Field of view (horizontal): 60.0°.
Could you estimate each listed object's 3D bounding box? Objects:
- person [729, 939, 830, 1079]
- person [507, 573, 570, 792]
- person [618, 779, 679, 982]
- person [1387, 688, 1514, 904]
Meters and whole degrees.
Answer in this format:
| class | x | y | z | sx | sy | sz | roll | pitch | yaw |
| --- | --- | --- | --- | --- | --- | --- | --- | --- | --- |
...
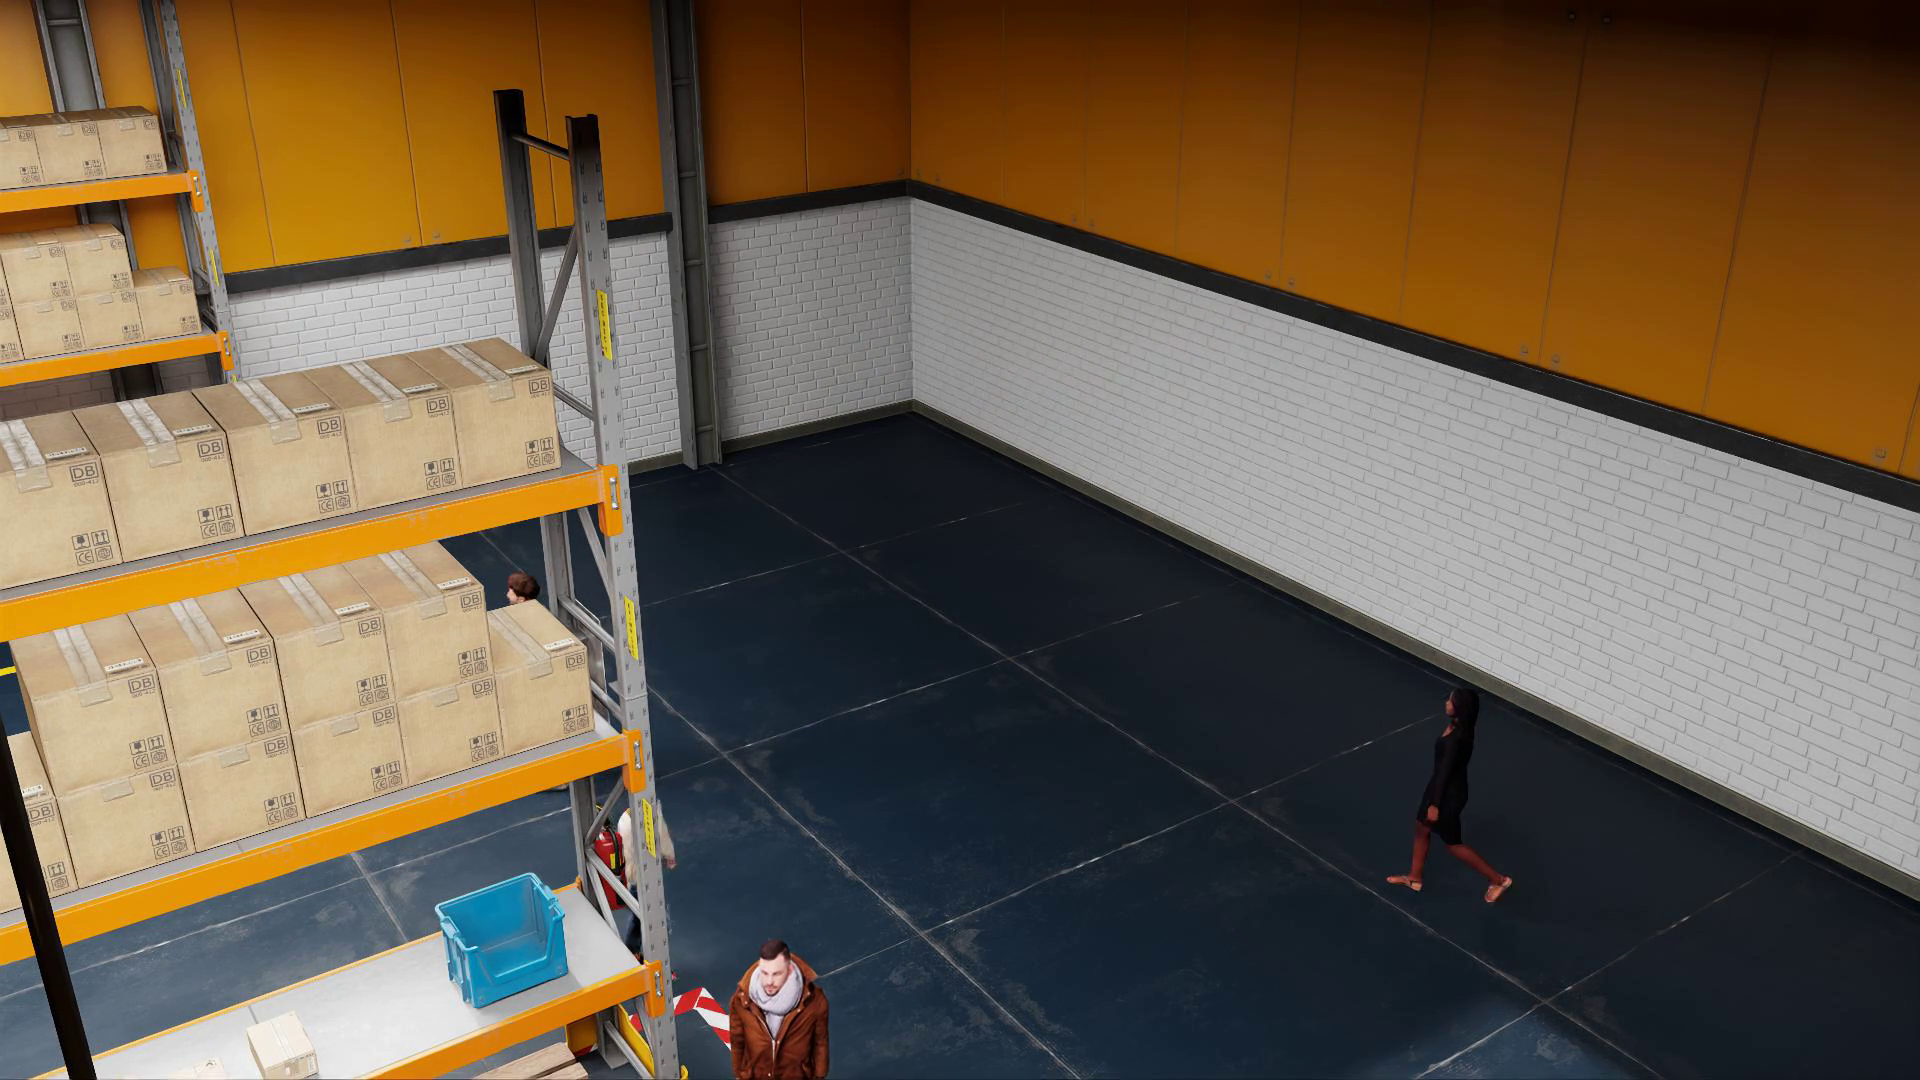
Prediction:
| class | x | y | z | sx | sy | sz | roll | pitch | yaw |
| --- | --- | --- | --- | --- | --- | --- | --- | --- | --- |
| person | -0.990 | 2.954 | 9.060 | 0.824 | 1.839 | 0.907 | -1 | 24 | -3 |
| person | -3.264 | 1.142 | 13.158 | 0.821 | 1.877 | 0.785 | -1 | 24 | -2 |
| person | -2.165 | 2.222 | 10.960 | 0.891 | 1.658 | 0.821 | 3 | 24 | 8 |
| person | 3.538 | 1.847 | 11.768 | 1.083 | 1.697 | 1.105 | 8 | 25 | 17 |
